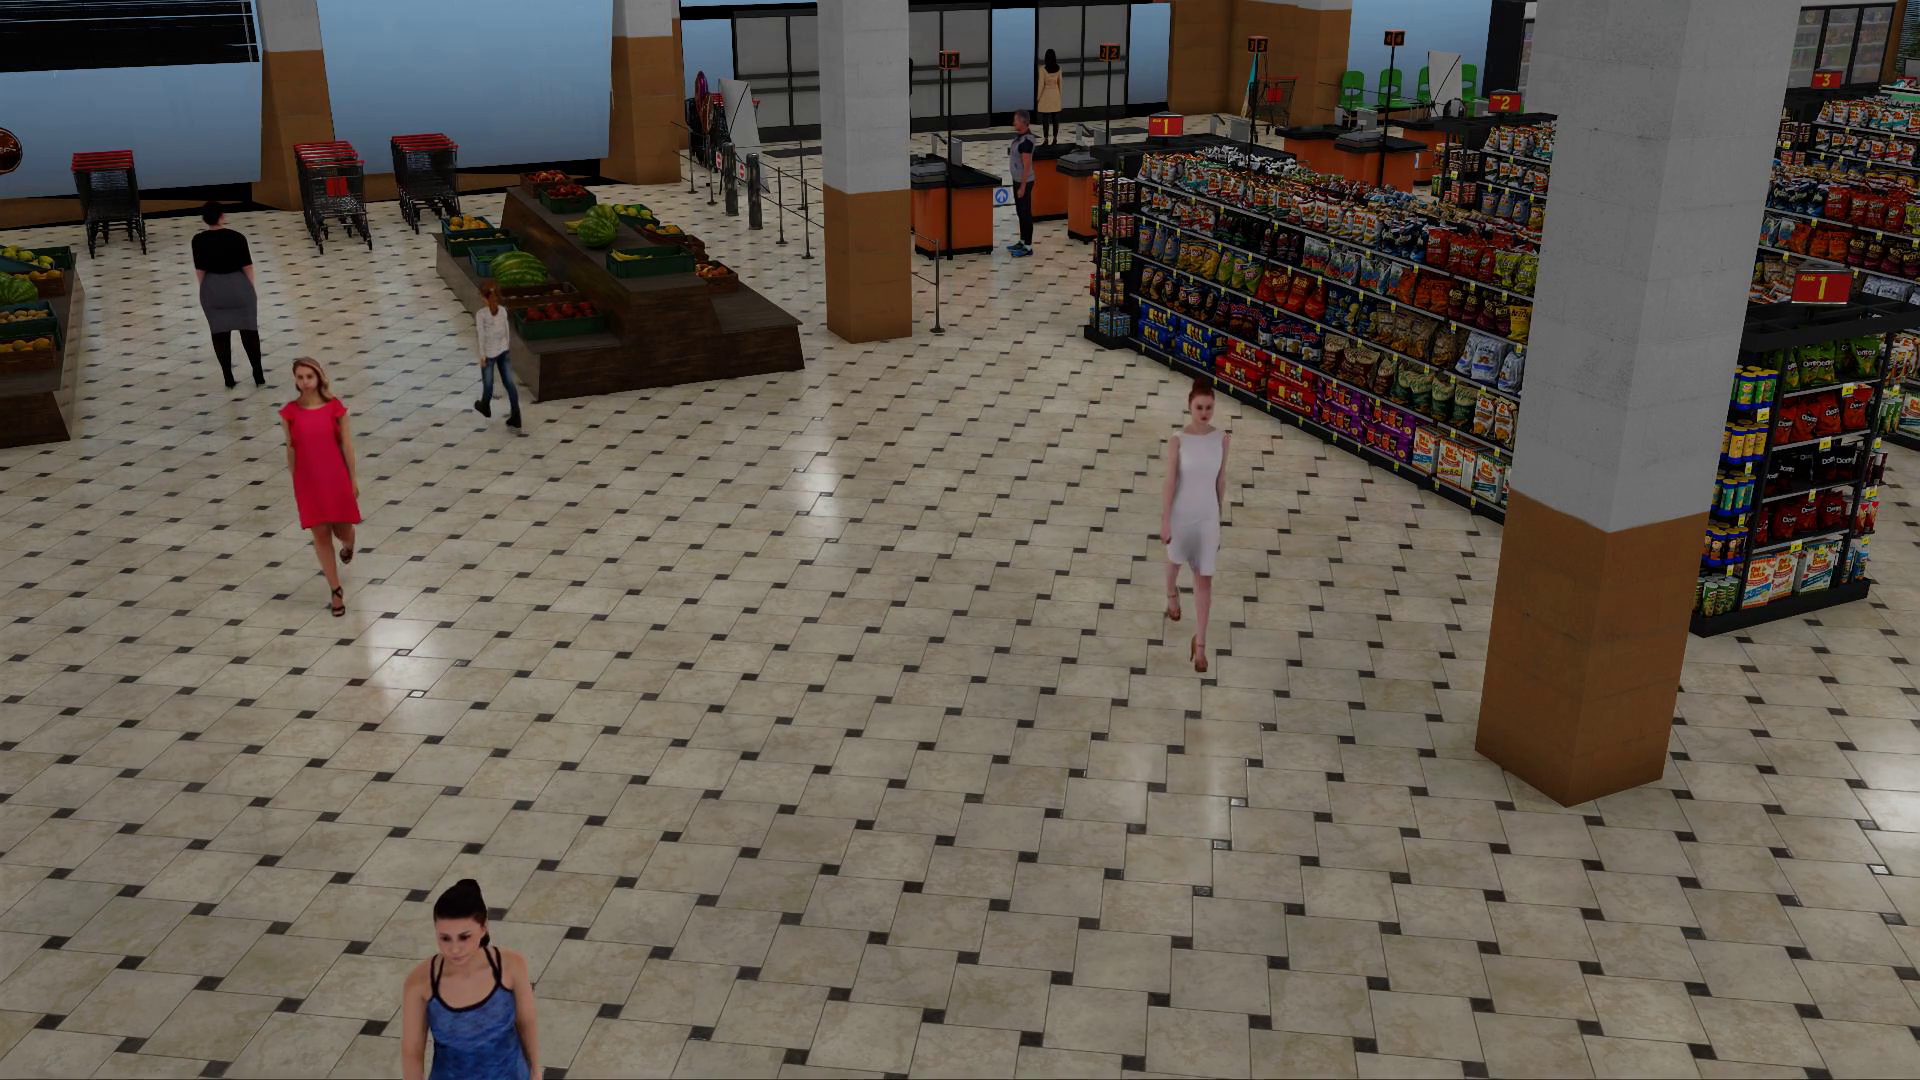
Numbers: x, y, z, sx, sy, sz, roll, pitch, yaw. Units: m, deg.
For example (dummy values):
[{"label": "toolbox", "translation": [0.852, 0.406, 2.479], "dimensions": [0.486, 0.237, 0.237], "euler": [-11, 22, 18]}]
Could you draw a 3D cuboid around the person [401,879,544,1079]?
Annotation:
[{"label": "person", "translation": [-1.608, 1.824, 5.591], "dimensions": [0.753, 1.571, 1.097], "euler": [-4, 22, -10]}]

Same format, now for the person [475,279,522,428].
[{"label": "person", "translation": [-3.998, -1.590, 14.478], "dimensions": [0.693, 1.280, 0.993], "euler": [-19, 29, -40]}]

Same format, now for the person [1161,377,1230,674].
[{"label": "person", "translation": [1.392, -0.131, 10.221], "dimensions": [0.836, 1.746, 1.178], "euler": [-3, 22, -6]}]

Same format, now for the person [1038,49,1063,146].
[{"label": "person", "translation": [1.596, -7.843, 29.500], "dimensions": [0.622, 1.682, 0.502], "euler": [-10, 24, -23]}]

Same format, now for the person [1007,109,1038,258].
[{"label": "person", "translation": [0.804, -4.524, 21.045], "dimensions": [0.814, 1.828, 0.624], "euler": [-3, 22, -7]}]

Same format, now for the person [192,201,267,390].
[{"label": "person", "translation": [-6.859, -2.295, 15.593], "dimensions": [0.713, 1.756, 0.685], "euler": [-5, 23, -13]}]

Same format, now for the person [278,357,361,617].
[{"label": "person", "translation": [-4.157, -0.381, 10.893], "dimensions": [0.650, 1.709, 0.903], "euler": [-6, 23, -15]}]
